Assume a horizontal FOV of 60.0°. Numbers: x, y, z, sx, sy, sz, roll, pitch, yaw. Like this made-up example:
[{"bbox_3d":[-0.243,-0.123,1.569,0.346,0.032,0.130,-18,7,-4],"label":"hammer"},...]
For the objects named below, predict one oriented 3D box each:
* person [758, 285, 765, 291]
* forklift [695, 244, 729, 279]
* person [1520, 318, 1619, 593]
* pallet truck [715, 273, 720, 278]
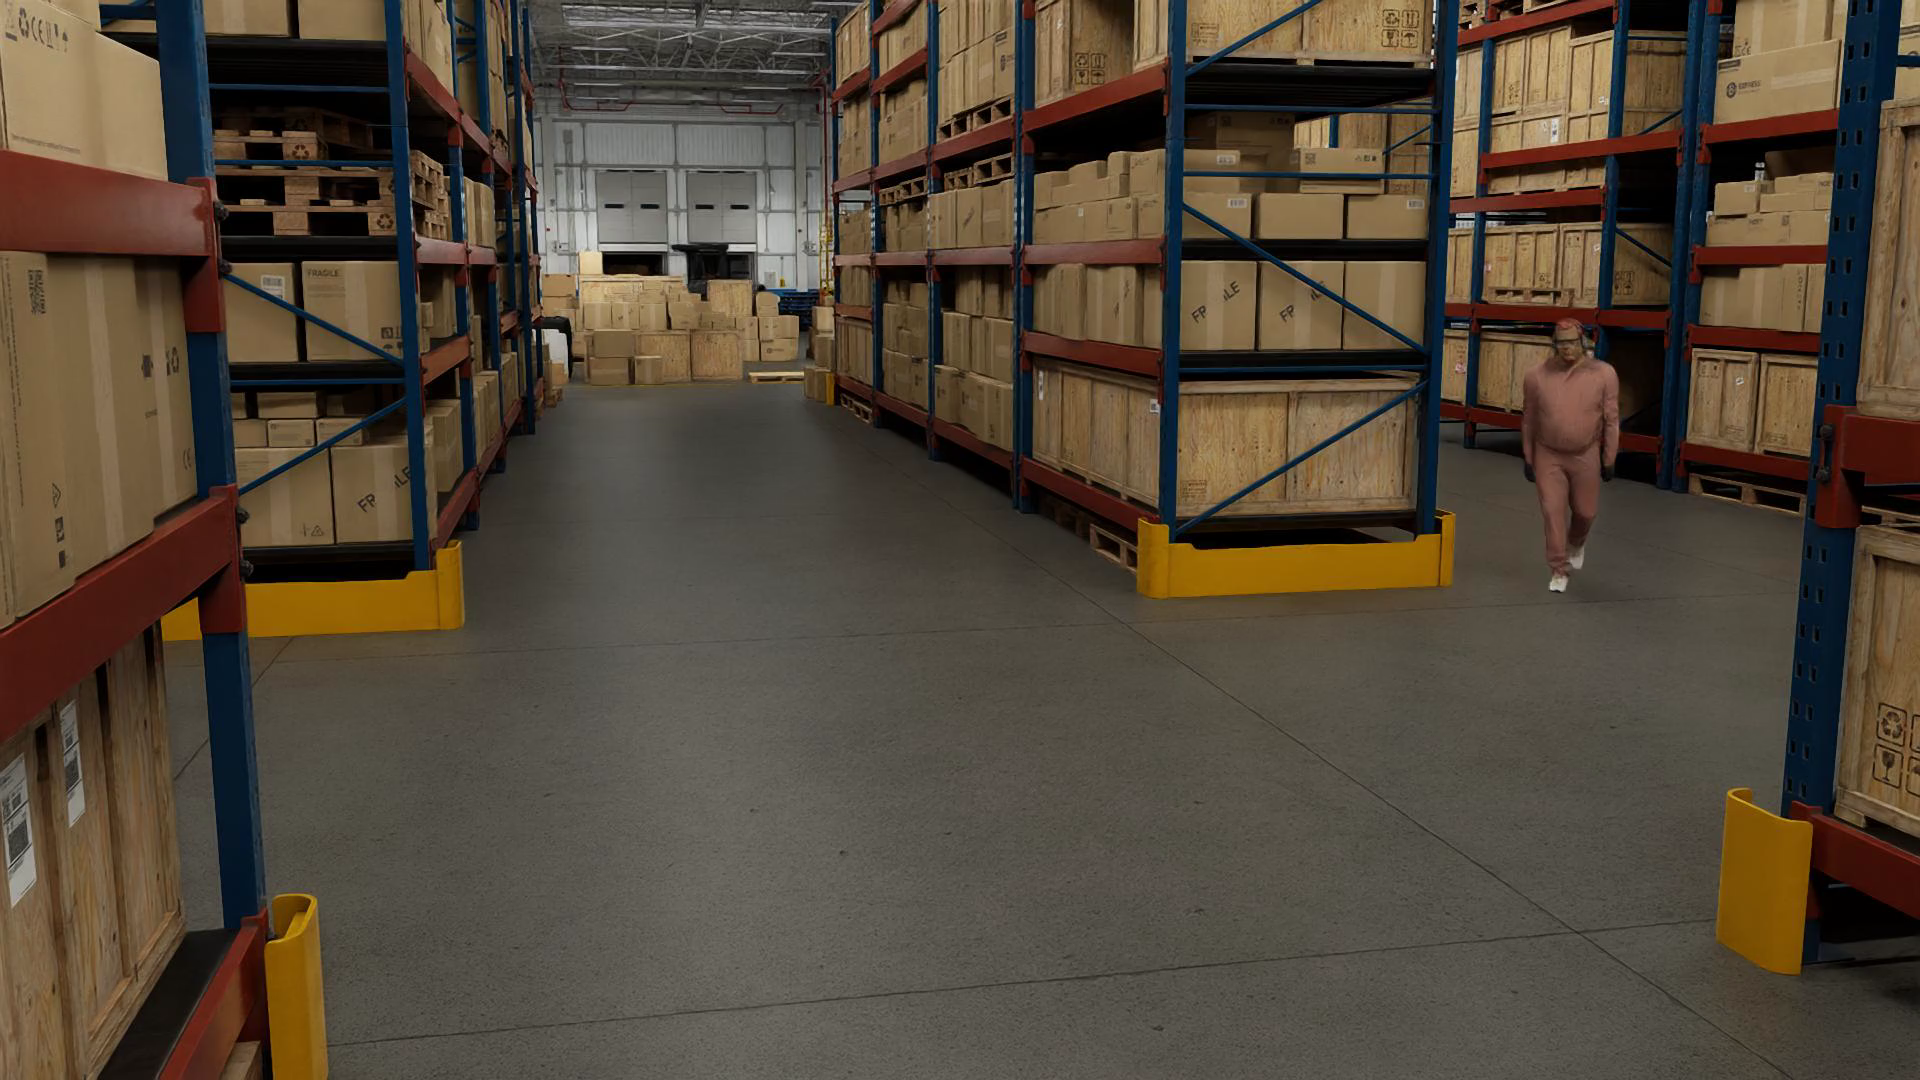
[{"bbox_3d":[-6.245,-7.253,52.743,0.890,1.644,0.549,2,10,13],"label":"person"},{"bbox_3d":[-6.639,-6.533,44.642,1.129,2.768,1.873,5,11,28],"label":"forklift"},{"bbox_3d":[4.207,-0.600,11.523,0.649,1.878,0.667,3,10,17],"label":"person"},{"bbox_3d":[-8.580,-8.986,62.280,1.885,1.965,0.823,1,9,5],"label":"pallet truck"}]
